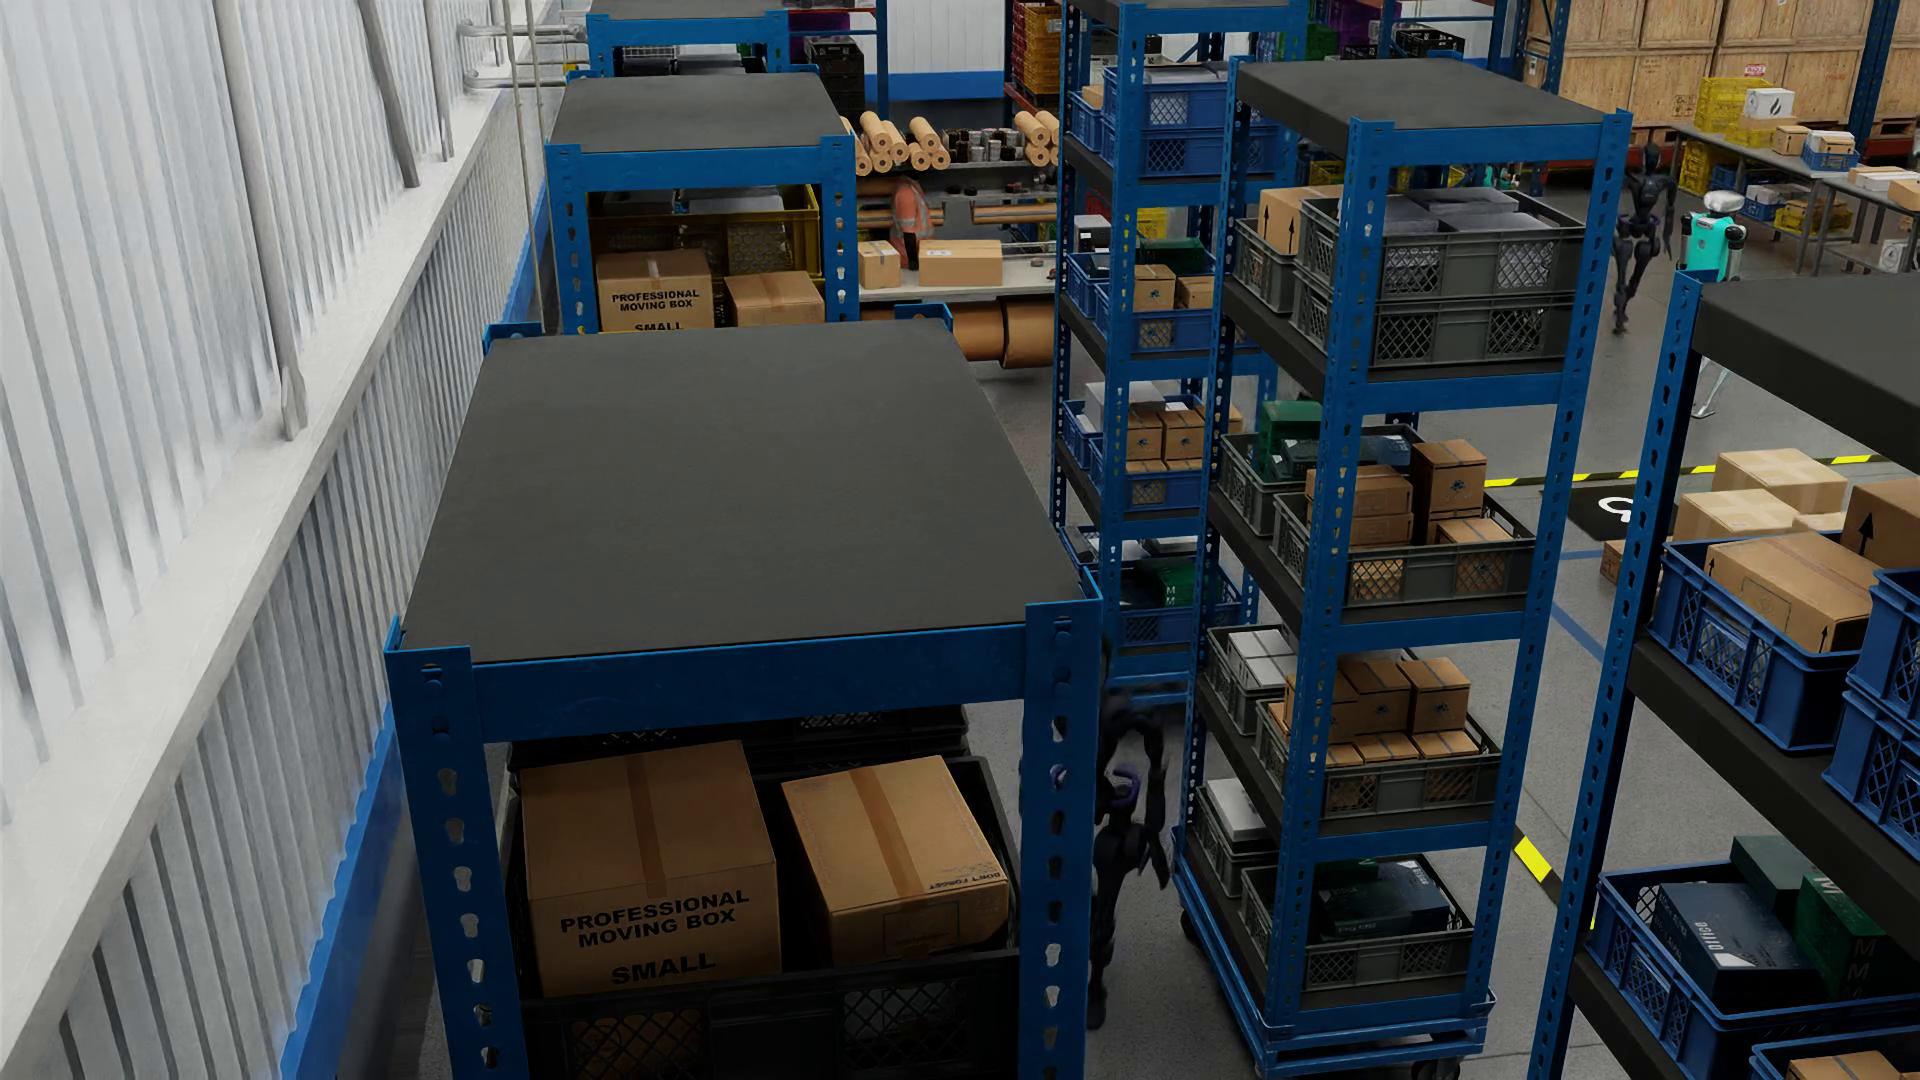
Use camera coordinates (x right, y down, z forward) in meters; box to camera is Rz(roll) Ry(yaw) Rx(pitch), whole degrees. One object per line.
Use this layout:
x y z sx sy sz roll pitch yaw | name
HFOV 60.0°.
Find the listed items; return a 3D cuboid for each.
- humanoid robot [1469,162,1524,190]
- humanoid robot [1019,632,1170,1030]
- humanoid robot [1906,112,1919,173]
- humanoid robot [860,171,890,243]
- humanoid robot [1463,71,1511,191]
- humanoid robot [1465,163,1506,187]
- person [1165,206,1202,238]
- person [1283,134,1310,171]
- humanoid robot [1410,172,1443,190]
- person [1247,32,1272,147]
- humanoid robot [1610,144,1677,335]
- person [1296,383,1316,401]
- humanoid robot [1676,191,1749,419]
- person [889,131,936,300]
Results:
5.364 -3.704 16.506 0.530 1.720 0.724 14 28 28 | humanoid robot
0.529 1.053 6.331 0.593 1.645 0.480 6 25 12 | humanoid robot
9.283 -3.292 15.773 0.531 1.768 1.045 5 25 12 | humanoid robot
-0.606 -2.279 13.589 0.420 1.641 0.601 -2 25 -5 | humanoid robot
5.700 -4.229 17.876 0.606 1.623 0.818 -6 25 -13 | humanoid robot
5.320 -3.805 16.961 0.610 1.639 0.742 -19 31 -35 | humanoid robot
2.186 -3.595 16.292 0.627 1.798 0.920 -3 25 -7 | person
3.887 -4.882 18.867 1.031 1.994 0.615 -18 30 -33 | person
4.007 -2.644 14.398 0.748 1.634 0.601 -1 25 -2 | humanoid robot
3.450 -5.080 19.411 0.337 1.880 0.582 10 26 20 | person
5.846 -2.604 14.337 0.609 1.623 0.785 2 25 4 | humanoid robot
2.524 -1.225 11.110 0.956 1.802 0.614 -3 25 -7 | person
5.570 -1.730 12.143 0.735 1.675 0.533 -11 27 -23 | humanoid robot
-0.372 -2.229 13.113 0.364 1.966 0.606 -1 25 -3 | person
